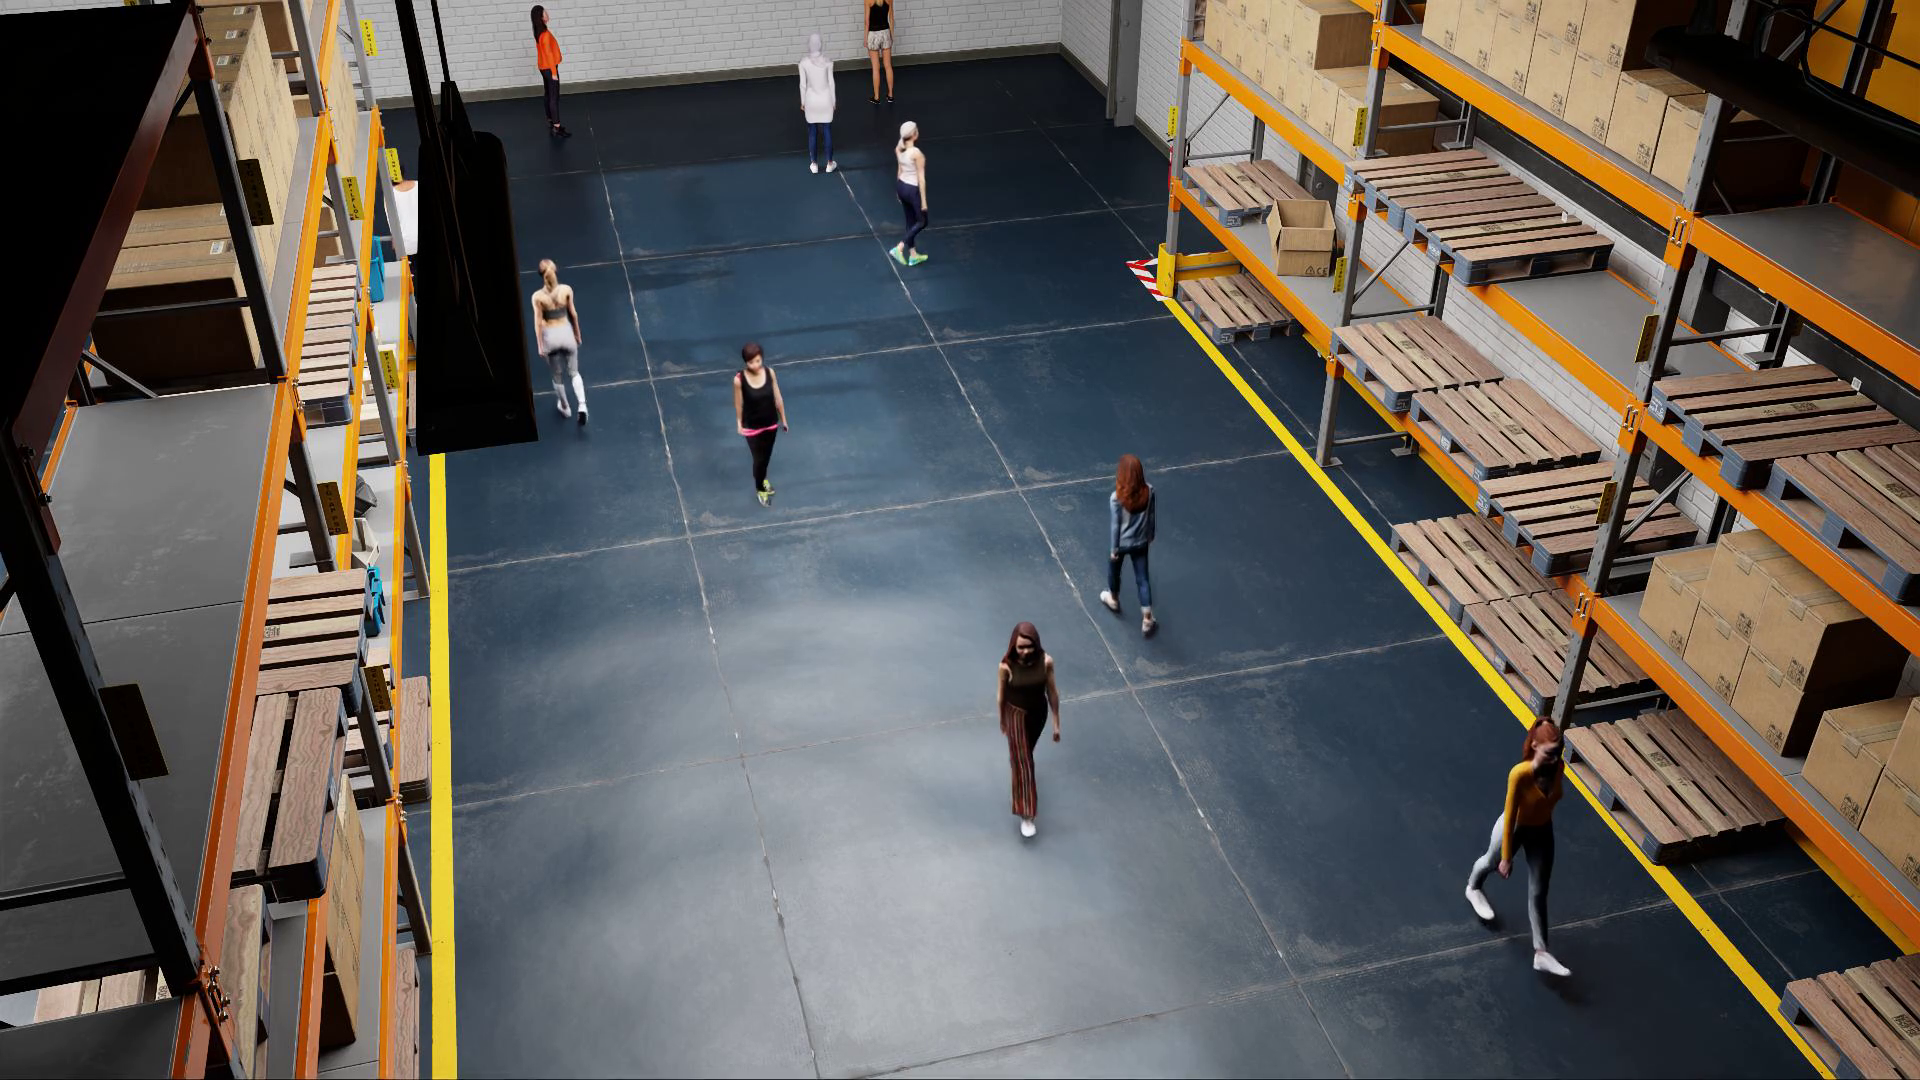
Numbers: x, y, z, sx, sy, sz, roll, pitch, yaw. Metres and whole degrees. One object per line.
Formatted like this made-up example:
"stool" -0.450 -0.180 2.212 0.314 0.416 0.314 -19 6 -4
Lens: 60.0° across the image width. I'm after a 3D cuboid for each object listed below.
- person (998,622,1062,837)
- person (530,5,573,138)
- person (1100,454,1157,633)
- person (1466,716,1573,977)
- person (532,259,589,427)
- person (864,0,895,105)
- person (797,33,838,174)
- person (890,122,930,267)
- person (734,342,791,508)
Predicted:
"person" 0.444 1.155 11.333 0.617 1.521 1.091 -5 34 -8
"person" -5.531 -6.311 22.362 0.721 1.747 0.563 -15 37 -22
"person" 1.367 0.056 13.061 0.628 1.438 0.885 -11 35 -16
"person" 3.395 1.777 10.243 0.699 1.693 1.183 -12 35 -17
"person" -3.762 -1.831 15.676 0.690 1.687 1.006 -16 37 -23
"person" -1.137 -7.109 23.474 0.614 1.845 0.540 -12 35 -17
"person" -1.807 -5.570 21.219 0.664 1.777 0.614 0 34 0
"person" -0.613 -3.849 18.705 0.872 1.695 0.878 -25 41 -33
"person" -1.805 -1.087 14.691 0.679 1.538 0.762 -23 40 -30
